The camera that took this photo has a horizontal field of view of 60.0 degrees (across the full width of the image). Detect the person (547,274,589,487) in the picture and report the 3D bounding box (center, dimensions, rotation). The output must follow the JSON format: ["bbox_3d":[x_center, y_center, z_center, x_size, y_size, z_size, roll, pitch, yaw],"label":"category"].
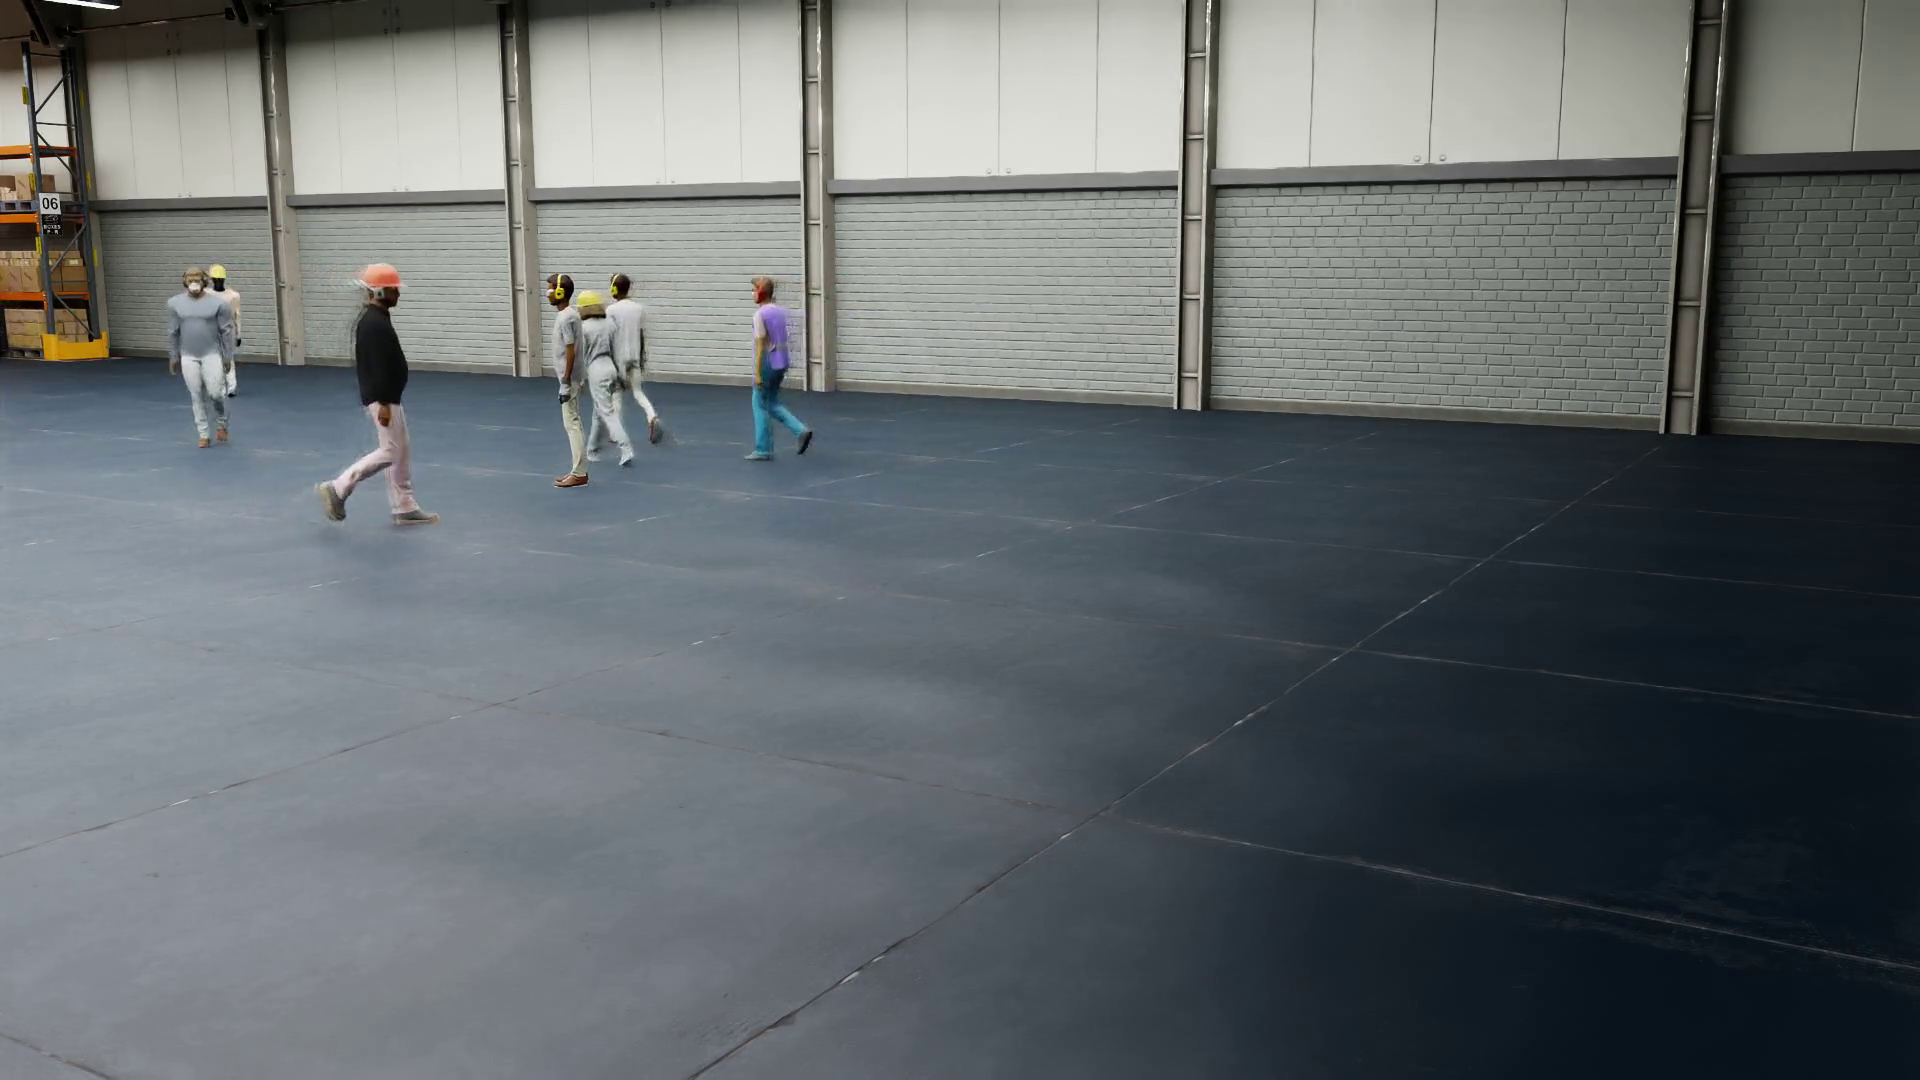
[{"bbox_3d":[-3.449,-1.393,14.600,0.309,1.868,0.534,-1,10,-7],"label":"person"}]

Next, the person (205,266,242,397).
[{"bbox_3d":[-10.700,-3.016,24.086,0.586,1.882,1.005,-4,10,-20],"label":"person"}]

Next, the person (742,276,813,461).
[{"bbox_3d":[-1.833,-1.680,16.415,0.595,1.830,0.574,3,10,15],"label":"person"}]

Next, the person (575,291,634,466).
[{"bbox_3d":[-3.446,-1.568,16.143,0.895,1.692,0.524,6,11,31],"label":"person"}]

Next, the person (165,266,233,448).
[{"bbox_3d":[-8.012,-1.918,17.535,0.632,1.925,0.430,-2,10,-12],"label":"person"}]

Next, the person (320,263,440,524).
[{"bbox_3d":[-4.350,-1.067,12.378,0.758,1.975,0.632,-3,10,-17],"label":"person"}]

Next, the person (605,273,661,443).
[{"bbox_3d":[-3.521,-1.925,17.767,0.513,1.853,0.756,-9,13,-43],"label":"person"}]
